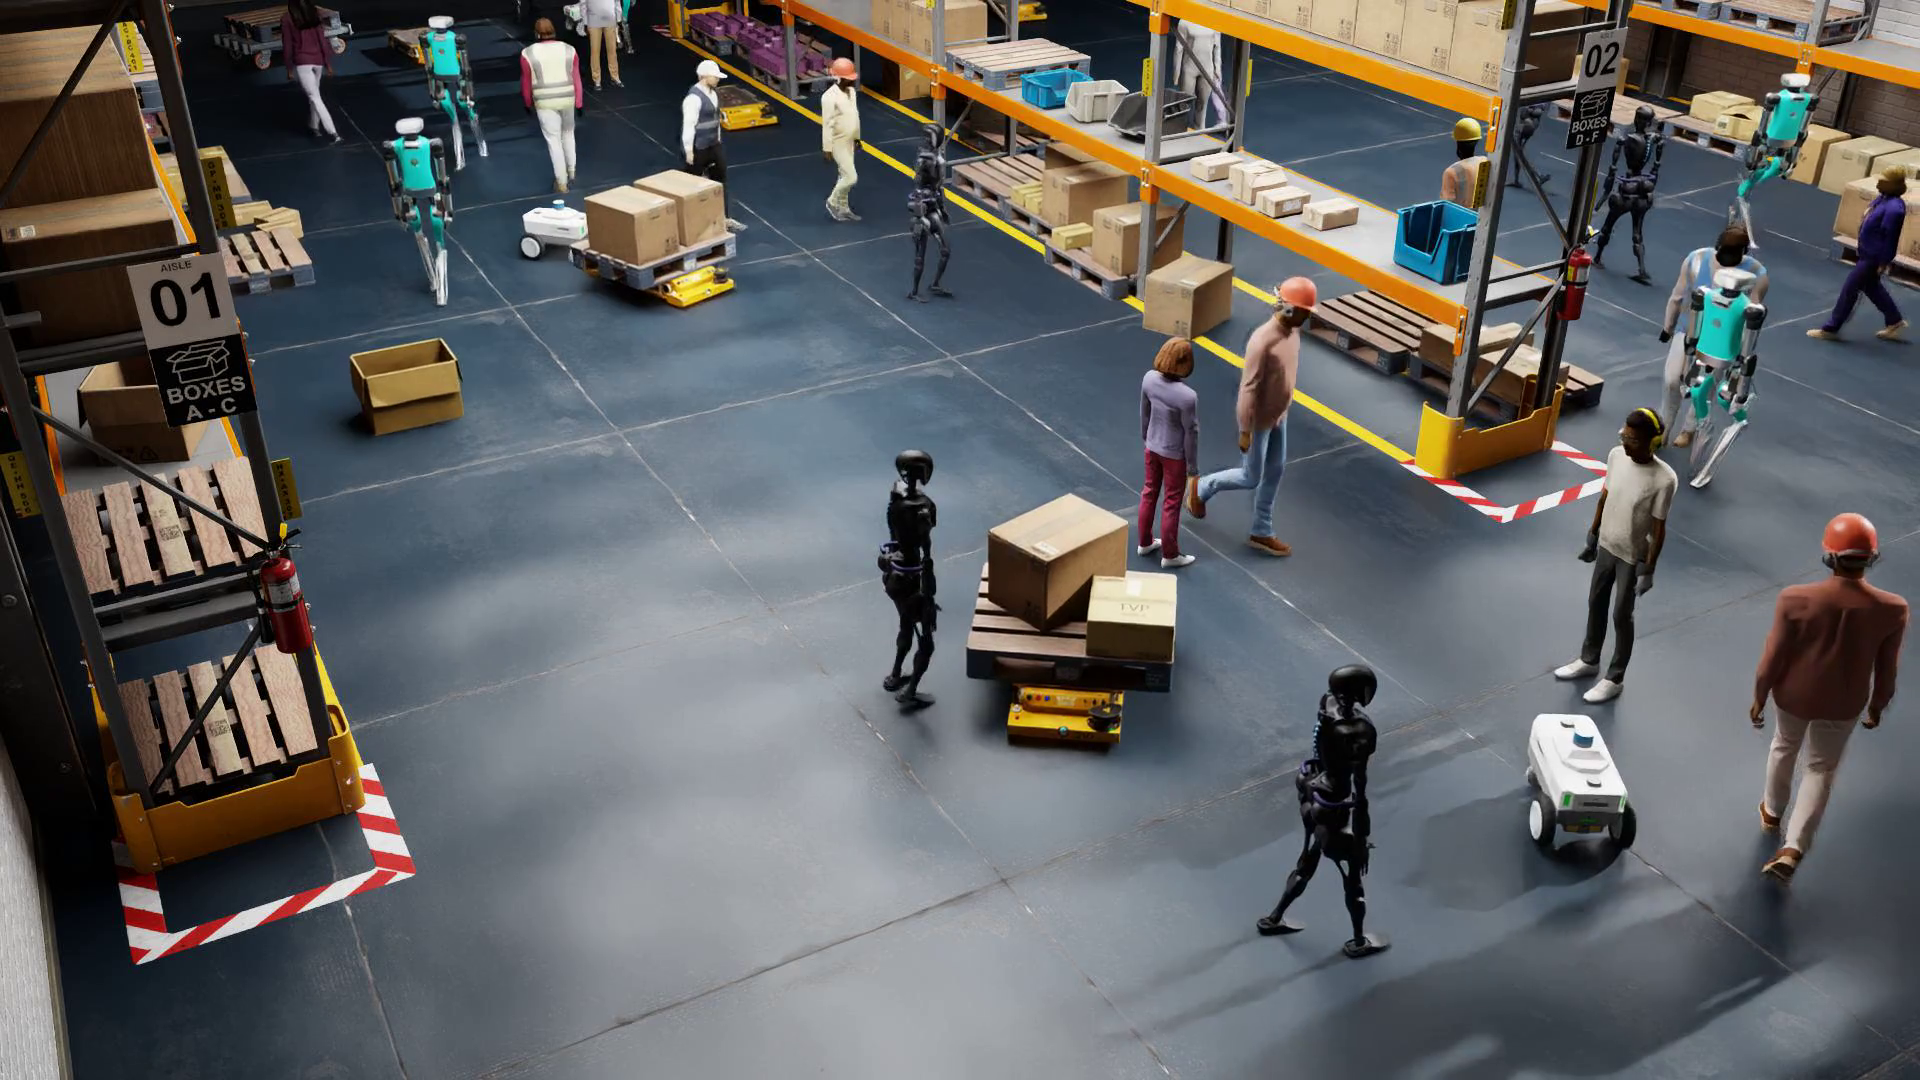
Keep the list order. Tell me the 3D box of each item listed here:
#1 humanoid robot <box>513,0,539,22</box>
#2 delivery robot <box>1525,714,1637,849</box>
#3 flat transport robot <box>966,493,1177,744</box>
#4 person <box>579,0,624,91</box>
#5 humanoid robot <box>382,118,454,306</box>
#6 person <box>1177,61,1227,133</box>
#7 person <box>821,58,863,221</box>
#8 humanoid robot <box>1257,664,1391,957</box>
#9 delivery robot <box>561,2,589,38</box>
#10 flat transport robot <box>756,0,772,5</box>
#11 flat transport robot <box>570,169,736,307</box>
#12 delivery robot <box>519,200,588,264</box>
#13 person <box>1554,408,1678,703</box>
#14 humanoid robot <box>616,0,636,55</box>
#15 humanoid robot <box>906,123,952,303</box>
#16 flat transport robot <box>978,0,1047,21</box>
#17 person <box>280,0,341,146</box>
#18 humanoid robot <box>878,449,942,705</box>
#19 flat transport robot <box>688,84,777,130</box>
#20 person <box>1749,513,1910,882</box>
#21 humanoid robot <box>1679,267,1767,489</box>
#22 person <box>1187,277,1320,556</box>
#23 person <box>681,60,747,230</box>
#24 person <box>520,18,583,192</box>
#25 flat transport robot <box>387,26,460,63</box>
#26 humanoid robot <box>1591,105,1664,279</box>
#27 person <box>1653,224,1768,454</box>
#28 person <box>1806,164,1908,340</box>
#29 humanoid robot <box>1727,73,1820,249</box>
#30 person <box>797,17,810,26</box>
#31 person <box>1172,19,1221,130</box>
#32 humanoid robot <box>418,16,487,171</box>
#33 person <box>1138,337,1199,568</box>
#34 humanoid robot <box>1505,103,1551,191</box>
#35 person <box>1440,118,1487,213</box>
[{"bbox_3d":[-6.727,-8.763,25.286,0.607,1.631,0.737,2,30,3],"label":"humanoid robot"},{"bbox_3d":[3.307,1.289,8.893,0.523,0.609,0.780,1,30,2],"label":"delivery robot"},{"bbox_3d":[0.686,0.730,10.140,0.659,0.231,1.431,4,30,7],"label":"flat transport robot"},{"bbox_3d":[-4.676,-6.794,21.744,0.562,1.752,0.325,-16,33,-25],"label":"person"},{"bbox_3d":[-4.903,-3.068,15.276,0.533,1.742,0.938,-5,30,-9],"label":"humanoid robot"},{"bbox_3d":[2.887,-5.854,20.018,0.659,1.841,1.004,-19,35,-30],"label":"person"},{"bbox_3d":[-1.175,-4.083,17.042,0.400,1.729,0.647,12,32,20],"label":"person"},{"bbox_3d":[1.799,1.241,7.861,0.616,1.642,0.611,-4,30,-7],"label":"humanoid robot"},{"bbox_3d":[-5.496,-7.788,24.656,0.746,0.570,0.499,-20,35,-31],"label":"delivery robot"},{"bbox_3d":[-3.039,-8.877,26.862,0.659,0.231,1.431,-8,31,-14],"label":"flat transport robot"},{"bbox_3d":[-2.892,-2.556,15.859,1.431,0.231,0.659,22,37,34],"label":"flat transport robot"},{"bbox_3d":[-3.964,-3.062,16.451,0.765,0.594,0.513,10,31,16],"label":"delivery robot"},{"bbox_3d":[3.838,0.082,9.678,0.341,1.858,0.518,-12,32,-20],"label":"person"},{"bbox_3d":[-4.767,-7.675,23.293,0.560,1.750,0.954,-6,31,-11],"label":"humanoid robot"},{"bbox_3d":[-0.310,-2.995,15.206,0.357,1.637,0.613,13,32,21],"label":"humanoid robot"},{"bbox_3d":[0.800,-8.326,25.904,0.659,0.231,1.431,-9,31,-16],"label":"flat transport robot"},{"bbox_3d":[-7.671,-5.638,19.580,0.973,1.909,0.504,24,38,35],"label":"person"},{"bbox_3d":[-0.283,0.220,9.609,0.320,1.649,0.601,-11,32,-19],"label":"humanoid robot"},{"bbox_3d":[-2.883,-5.449,20.895,0.659,0.231,1.431,-15,33,-25],"label":"flat transport robot"},{"bbox_3d":[4.302,0.815,8.319,0.635,1.954,0.857,14,33,22],"label":"person"},{"bbox_3d":[5.501,-1.097,11.955,0.716,1.887,0.530,-20,35,-31],"label":"humanoid robot"},{"bbox_3d":[1.981,-0.857,11.214,0.736,1.944,0.679,23,37,34],"label":"person"},{"bbox_3d":[-2.662,-4.021,16.967,0.878,1.700,0.798,15,33,24],"label":"person"},{"bbox_3d":[-4.467,-4.779,18.193,0.621,1.807,0.818,-15,33,-25],"label":"person"},{"bbox_3d":[-7.635,-7.059,23.699,0.659,0.231,1.431,-19,35,-29],"label":"flat transport robot"},{"bbox_3d":[6.380,-3.295,15.782,0.589,1.638,0.762,-8,31,-14],"label":"humanoid robot"},{"bbox_3d":[5.559,-1.474,12.437,0.665,1.811,0.693,17,34,27],"label":"person"},{"bbox_3d":[7.953,-2.467,14.371,0.772,1.593,0.462,8,31,13],"label":"person"},{"bbox_3d":[8.016,-3.881,16.714,0.549,1.778,0.930,-2,30,-4],"label":"humanoid robot"},{"bbox_3d":[-2.123,-8.551,24.765,0.532,1.802,0.820,-21,36,-32],"label":"person"},{"bbox_3d":[2.746,-5.448,19.263,0.587,1.893,0.368,-7,31,-11],"label":"person"},{"bbox_3d":[-5.656,-5.087,18.838,0.546,1.807,0.942,2,30,3],"label":"humanoid robot"},{"bbox_3d":[1.390,-0.584,11.054,0.282,1.632,0.500,-21,36,-32],"label":"person"},{"bbox_3d":[6.249,-4.602,18.018,0.537,1.624,0.616,14,33,22],"label":"humanoid robot"},{"bbox_3d":[4.302,-2.698,14.446,0.592,1.922,0.372,-21,36,-32],"label":"person"}]
